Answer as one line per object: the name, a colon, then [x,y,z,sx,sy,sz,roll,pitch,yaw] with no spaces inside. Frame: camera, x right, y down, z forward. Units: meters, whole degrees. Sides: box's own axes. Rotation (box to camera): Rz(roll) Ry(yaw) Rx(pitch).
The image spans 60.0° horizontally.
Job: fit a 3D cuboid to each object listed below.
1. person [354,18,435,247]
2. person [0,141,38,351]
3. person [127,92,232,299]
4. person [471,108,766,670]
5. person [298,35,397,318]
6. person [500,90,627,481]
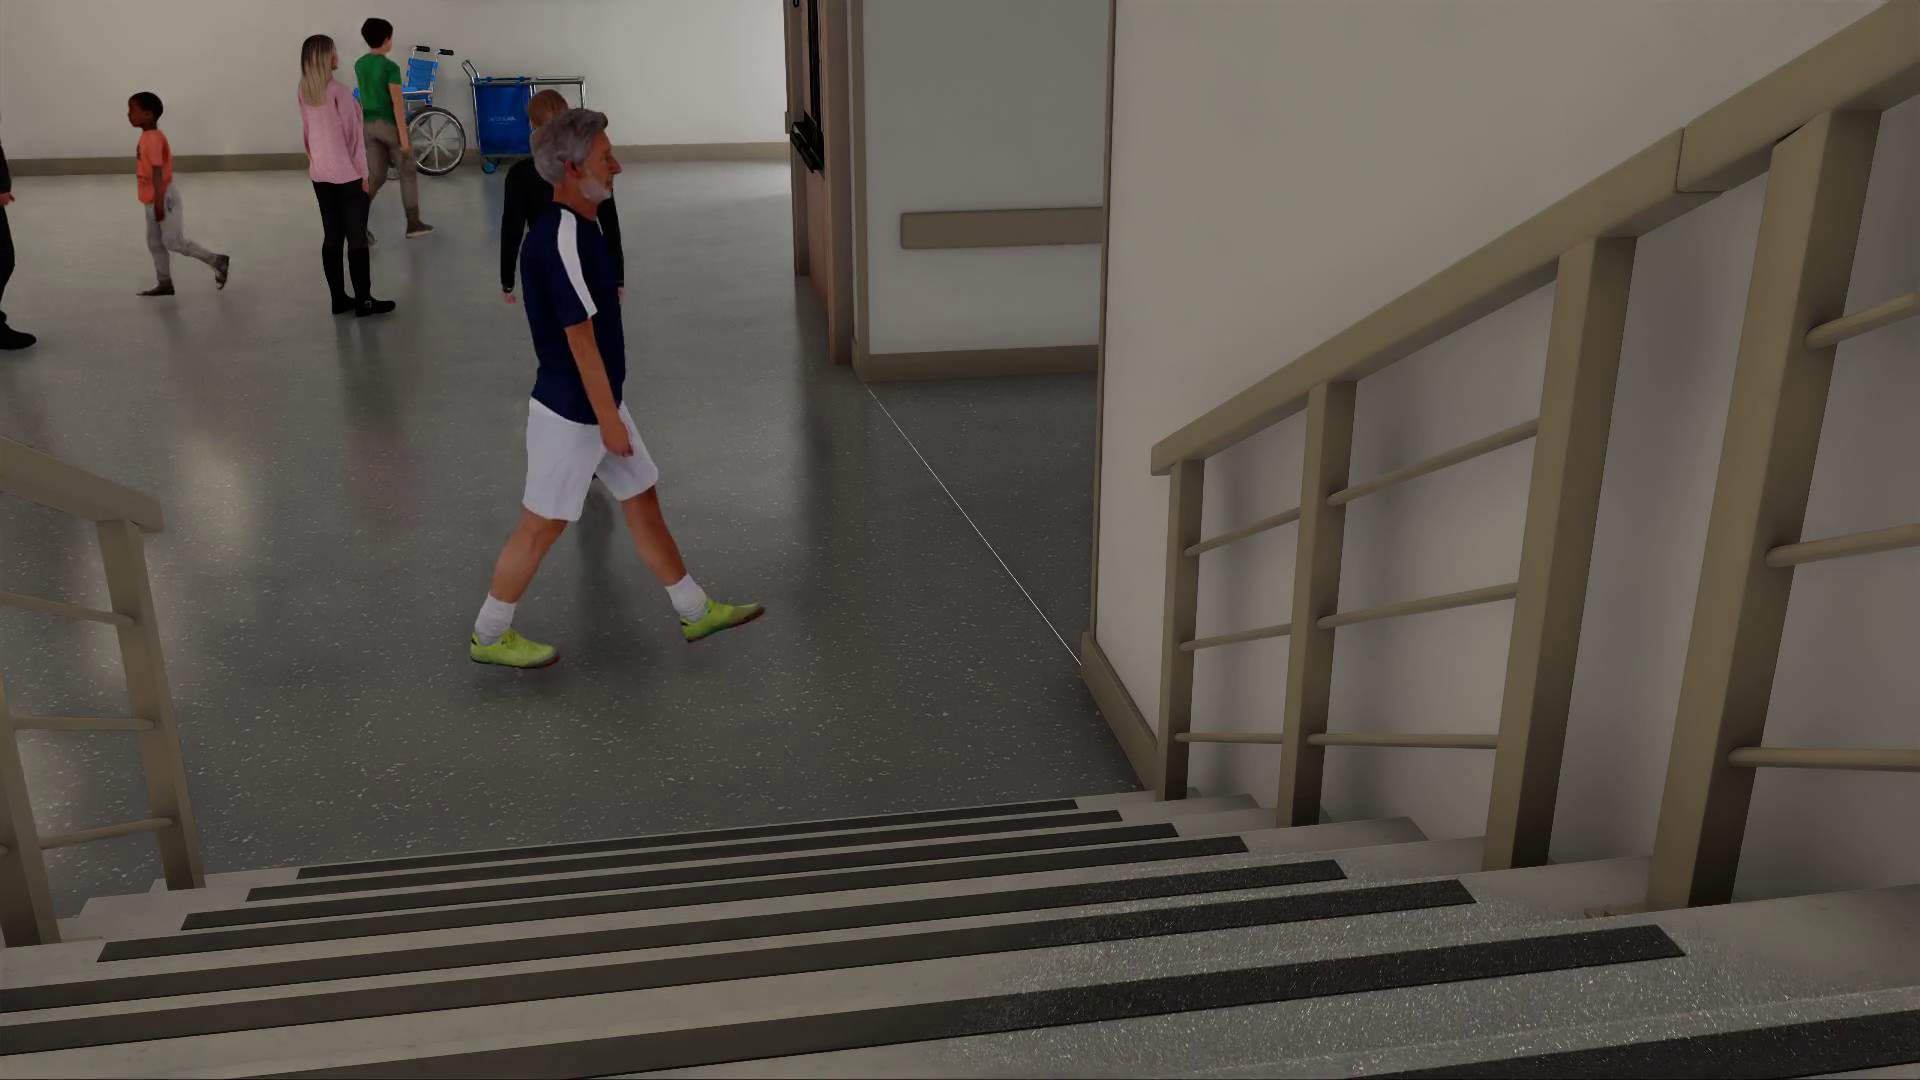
person: [-4.326,-3.003,12.344,0.960,1.623,1.144,8,22,21]
person: [-5.628,-2.010,9.317,0.923,1.910,0.962,7,22,18]
person: [-5.060,-2.195,10.672,0.740,1.296,0.816,-13,24,-30]
person: [-1.284,-0.406,5.255,0.743,1.788,1.126,-3,21,-7]
person: [-3.824,-2.232,10.217,0.685,1.688,0.728,11,23,27]
person: [-1.640,-1.028,7.092,0.904,1.649,1.124,-13,24,-30]
